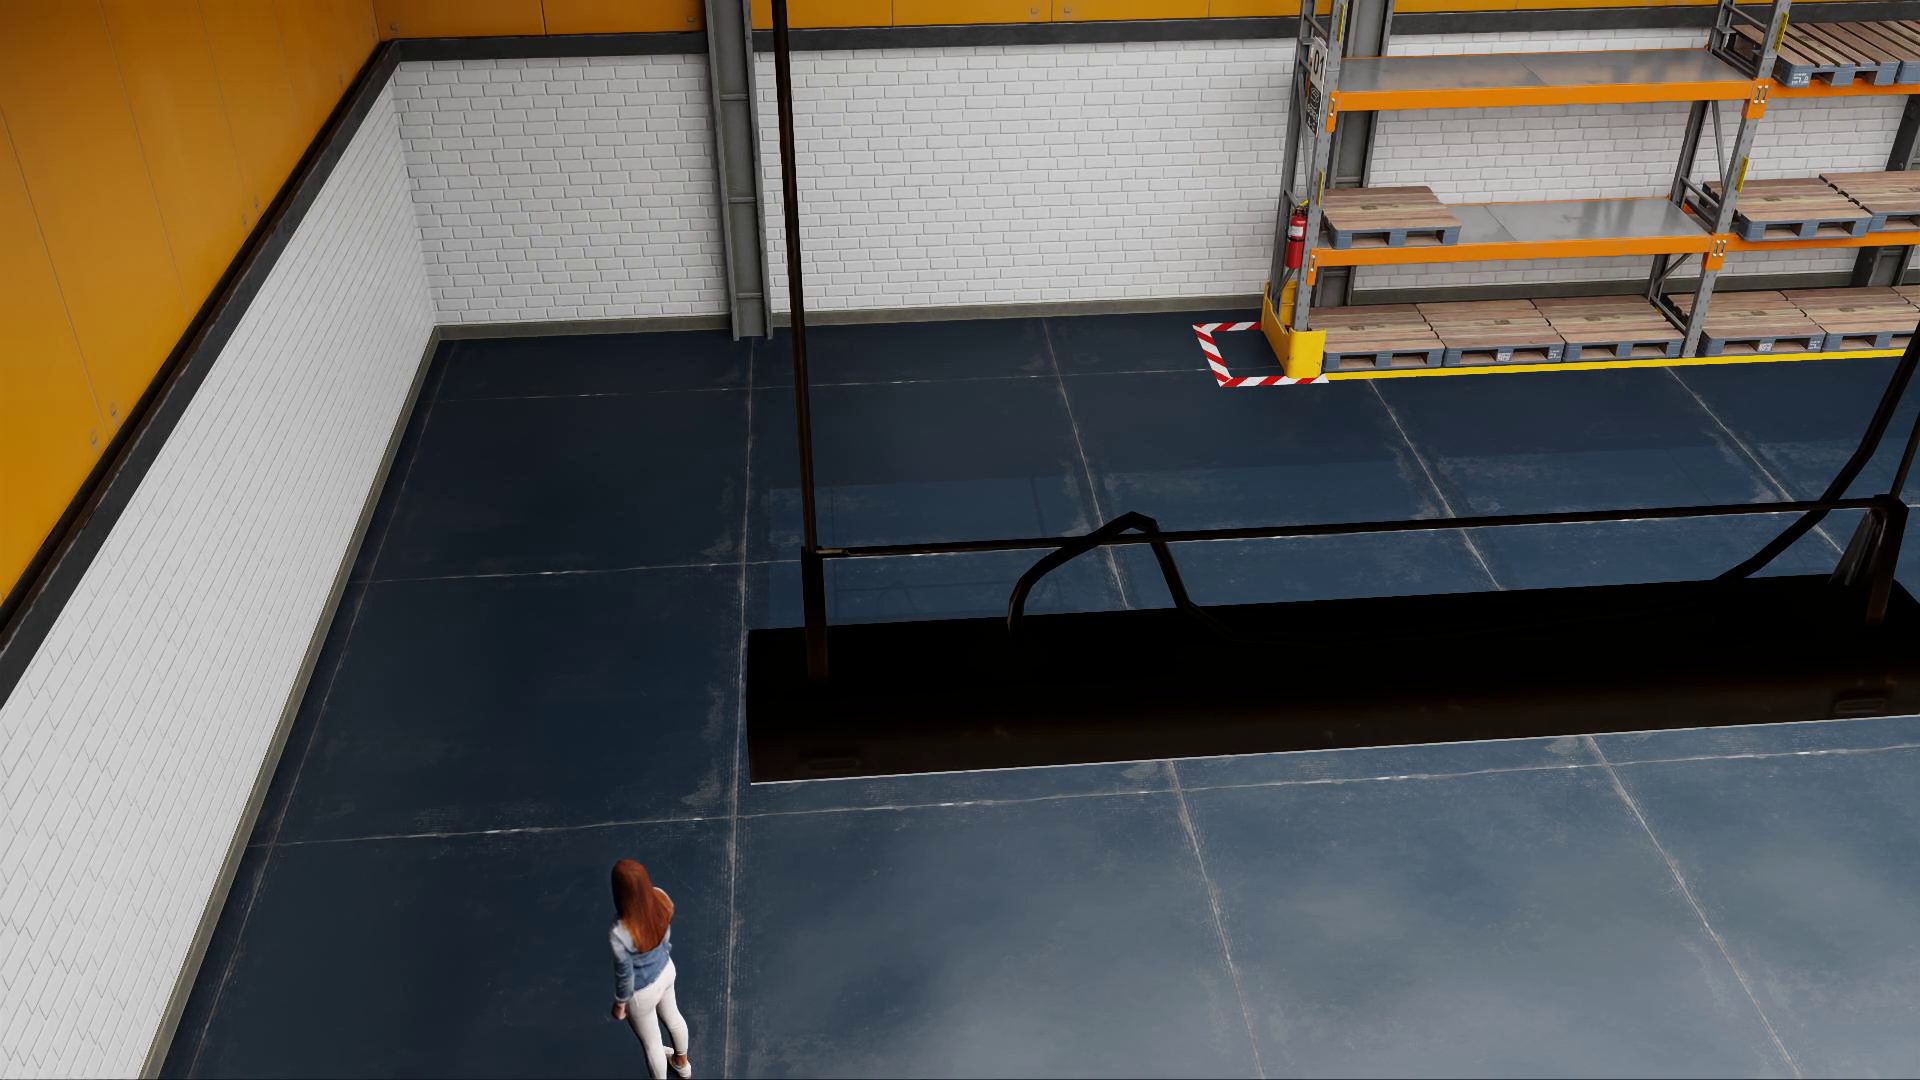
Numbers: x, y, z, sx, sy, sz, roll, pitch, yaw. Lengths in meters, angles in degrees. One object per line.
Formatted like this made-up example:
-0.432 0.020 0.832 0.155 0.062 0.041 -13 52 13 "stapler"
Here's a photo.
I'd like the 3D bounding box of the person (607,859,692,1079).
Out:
-1.639 2.335 8.785 0.694 1.703 0.690 15 37 22 "person"
